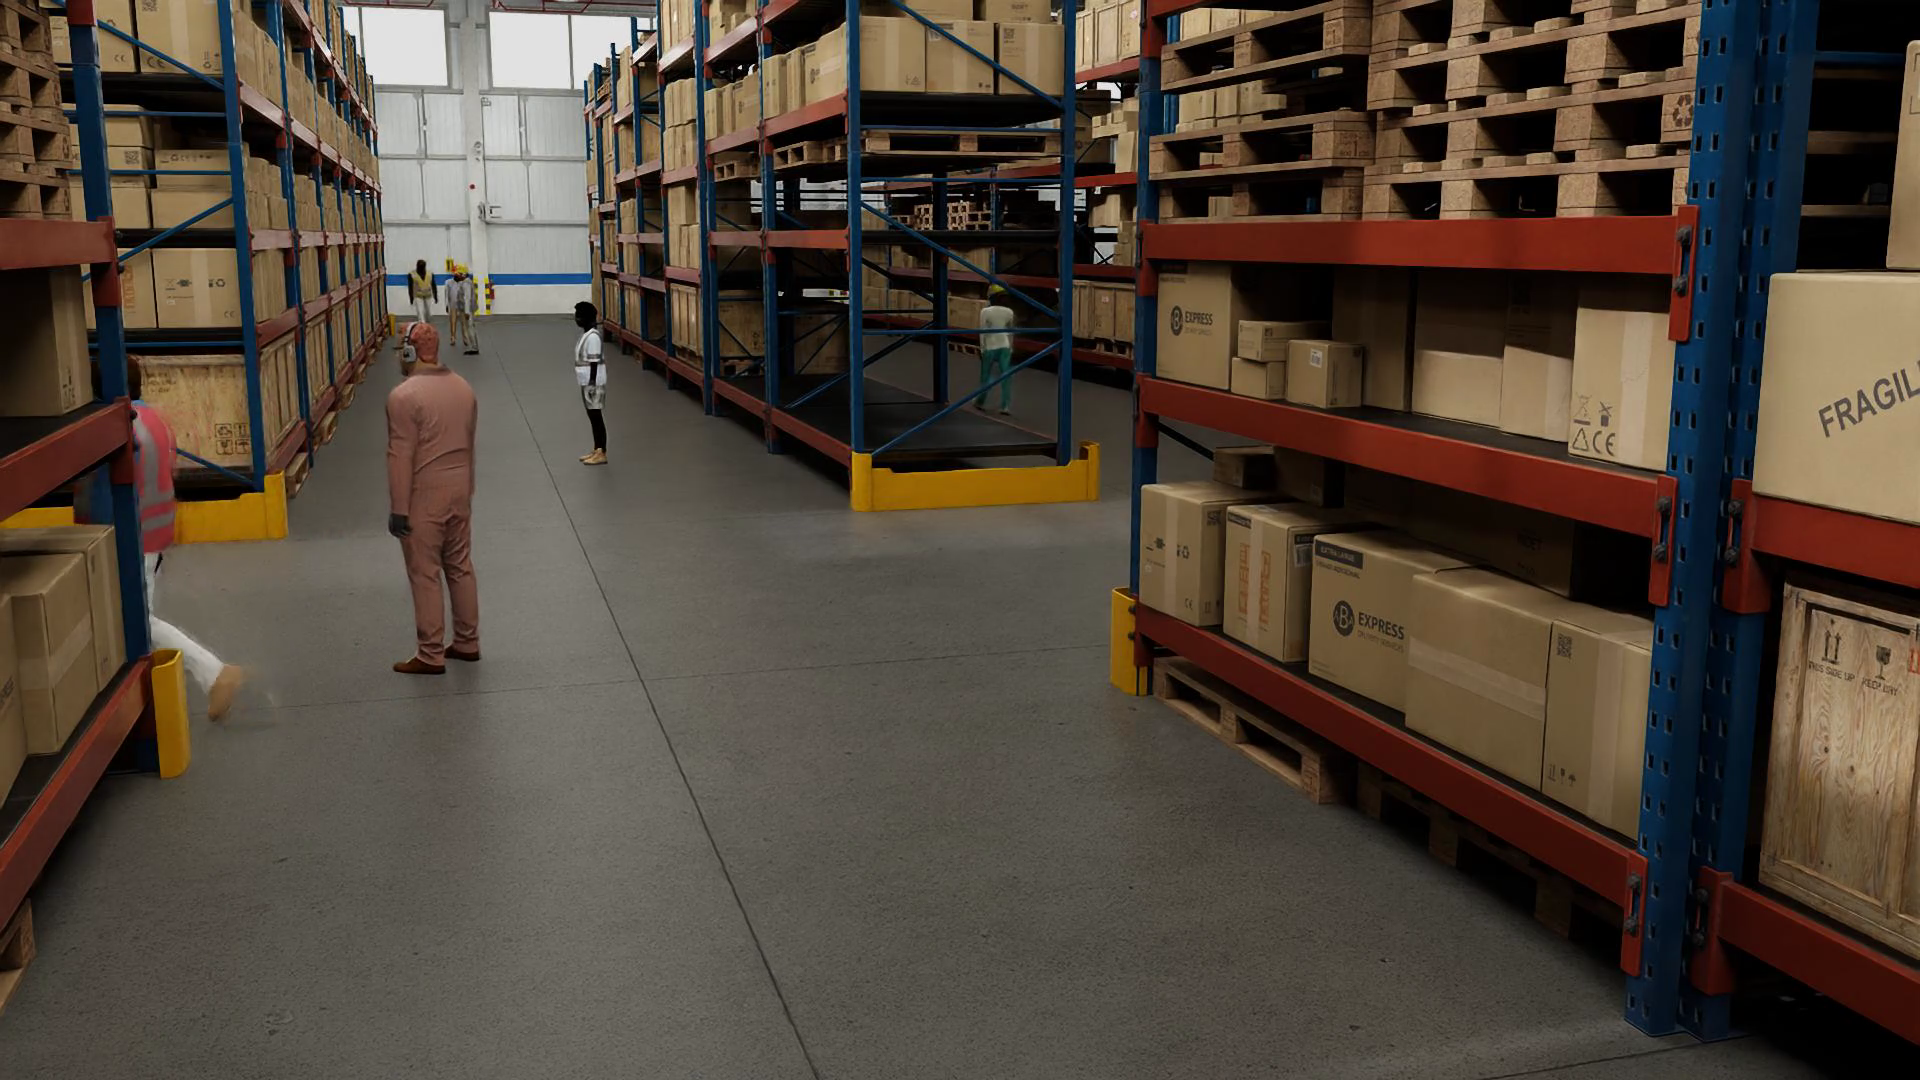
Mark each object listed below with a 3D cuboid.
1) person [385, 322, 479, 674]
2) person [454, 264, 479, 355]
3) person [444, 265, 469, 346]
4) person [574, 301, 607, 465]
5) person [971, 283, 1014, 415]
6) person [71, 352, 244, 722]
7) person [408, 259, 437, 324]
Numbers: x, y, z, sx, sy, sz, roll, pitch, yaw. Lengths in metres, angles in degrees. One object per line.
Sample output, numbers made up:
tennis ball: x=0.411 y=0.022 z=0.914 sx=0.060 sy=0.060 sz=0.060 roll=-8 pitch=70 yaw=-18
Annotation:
person: x=-2.880 y=-0.228 z=9.025 sx=0.398 sy=1.899 sz=0.647 roll=4 pitch=11 yaw=20
person: x=-9.838 y=-4.588 z=33.159 sx=0.416 sy=1.821 sz=0.607 roll=-3 pitch=11 yaw=-14
person: x=-10.877 y=-5.085 z=36.061 sx=0.563 sy=1.742 sz=0.338 roll=-4 pitch=11 yaw=-19
person: x=-3.828 y=-1.623 z=17.234 sx=0.317 sy=1.691 sz=0.535 roll=-4 pitch=11 yaw=-21
person: x=0.449 y=-2.553 z=22.206 sx=0.549 sy=1.719 sz=0.900 roll=-4 pitch=11 yaw=-23
person: x=-3.888 y=0.013 z=7.902 sx=0.782 sy=1.823 sz=0.627 roll=-3 pitch=11 yaw=-15
person: x=-12.913 y=-5.832 z=39.950 sx=0.659 sy=1.819 sz=0.515 roll=-7 pitch=12 yaw=-33
